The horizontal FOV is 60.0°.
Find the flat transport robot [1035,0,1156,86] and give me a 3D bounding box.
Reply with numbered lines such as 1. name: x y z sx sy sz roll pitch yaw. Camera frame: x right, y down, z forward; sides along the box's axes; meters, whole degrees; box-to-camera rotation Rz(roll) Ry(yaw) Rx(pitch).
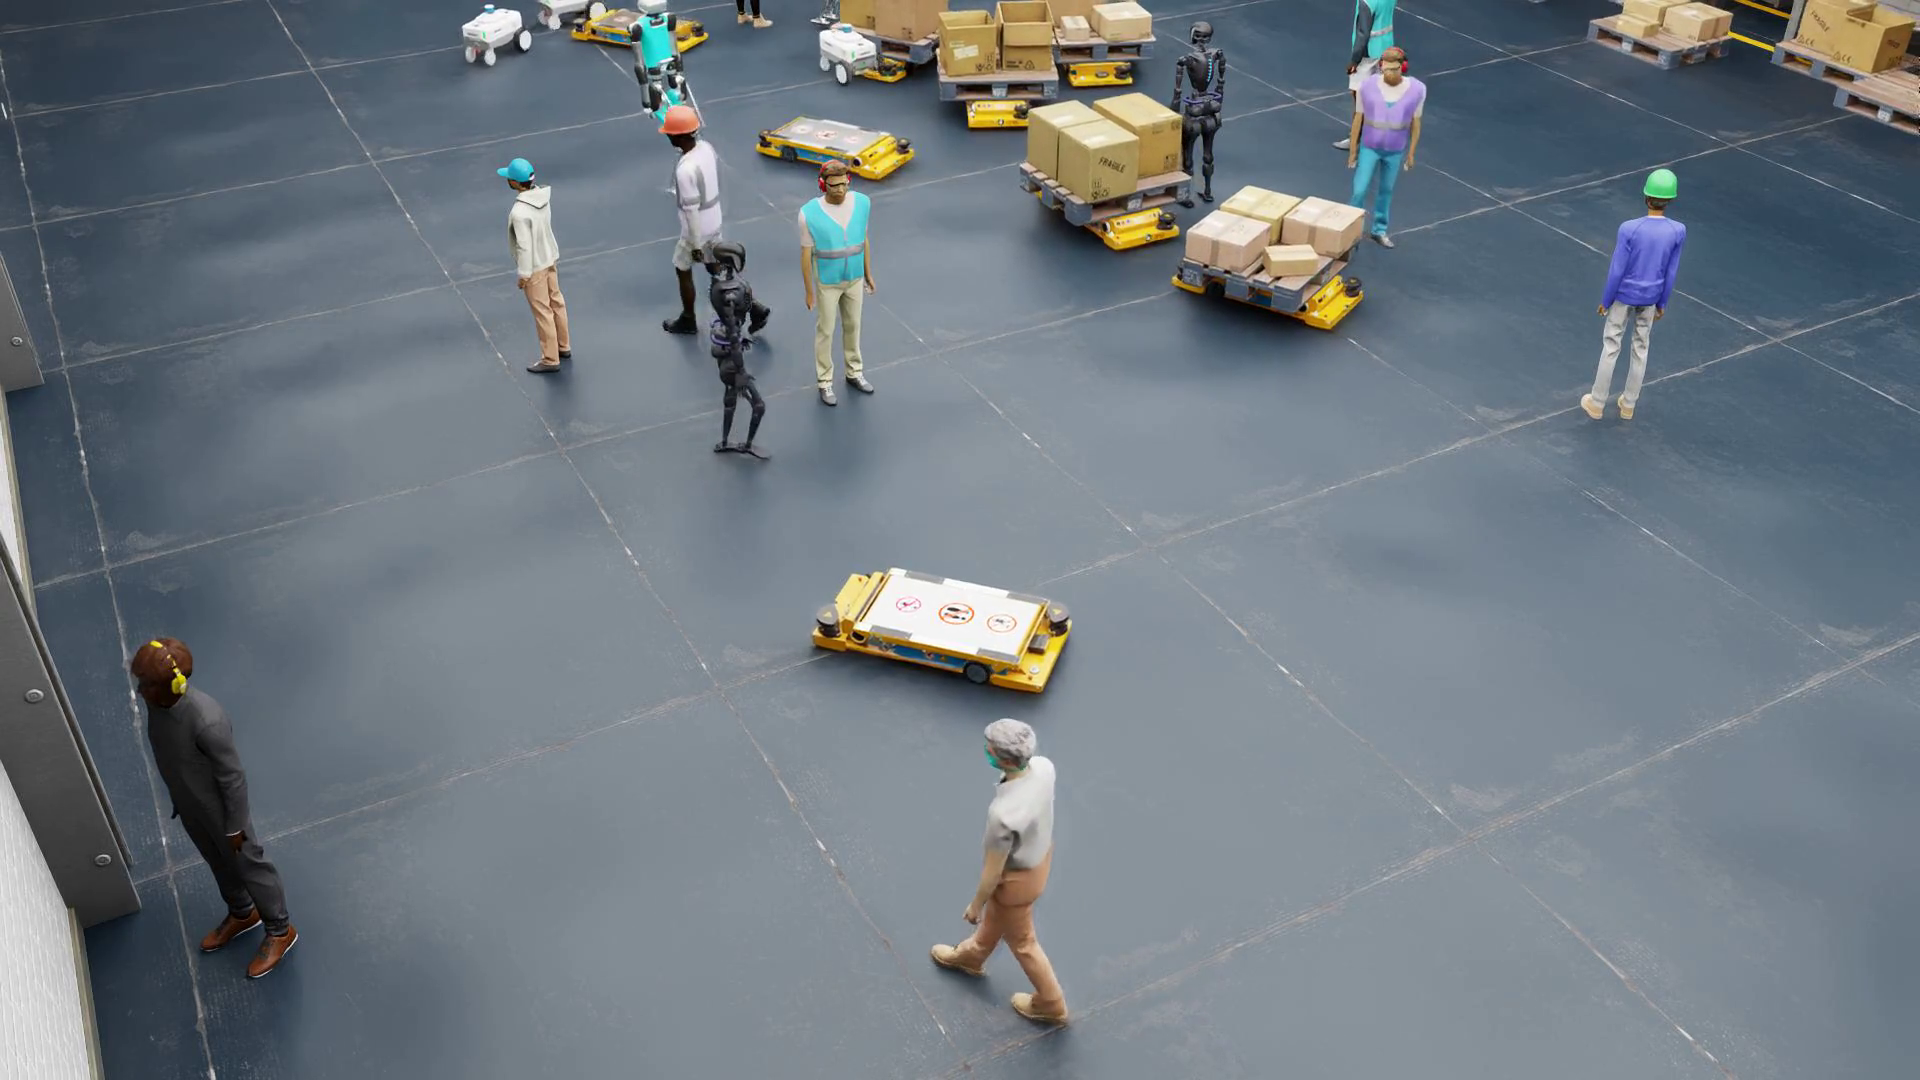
1. flat transport robot: 1.439 -5.325 18.319 0.659 0.231 1.431 -4 35 -6

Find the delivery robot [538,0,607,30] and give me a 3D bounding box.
1. delivery robot: -4.567 -6.339 19.531 0.792 0.611 0.499 -25 42 -31

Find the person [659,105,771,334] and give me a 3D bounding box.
1. person: -1.942 -2.408 12.728 0.826 1.906 0.543 11 36 15

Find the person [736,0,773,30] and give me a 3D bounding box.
1. person: -2.432 -6.754 19.113 0.539 1.694 0.317 27 43 33

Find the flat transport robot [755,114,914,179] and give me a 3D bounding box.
1. flat transport robot: -1.225 -3.830 16.184 1.431 0.231 0.659 18 39 24

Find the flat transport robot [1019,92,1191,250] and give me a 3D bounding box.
1. flat transport robot: 1.304 -3.021 15.030 0.659 0.231 1.431 -17 39 -23

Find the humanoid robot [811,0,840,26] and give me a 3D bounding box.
1. humanoid robot: -1.520 -6.776 19.036 0.701 1.713 0.530 24 41 30

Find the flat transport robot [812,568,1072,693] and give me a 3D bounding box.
1. flat transport robot: -0.102 0.517 9.978 1.431 0.231 0.659 11 37 15

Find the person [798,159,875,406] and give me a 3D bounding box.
1. person: -0.886 -1.880 12.025 0.568 1.844 0.378 -21 40 -28

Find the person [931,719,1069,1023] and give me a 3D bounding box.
1. person: 0.193 1.455 7.377 0.743 1.713 0.507 14 37 19

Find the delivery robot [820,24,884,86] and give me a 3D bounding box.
1. delivery robot: -1.203 -5.270 17.996 0.499 0.600 0.801 -22 41 -28

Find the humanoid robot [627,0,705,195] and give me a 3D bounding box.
1. humanoid robot: -2.588 -4.003 15.157 0.669 1.804 0.530 24 42 30

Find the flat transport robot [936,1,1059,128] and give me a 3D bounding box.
1. flat transport robot: 0.385 -4.647 17.350 0.659 0.231 1.431 -1 35 -2

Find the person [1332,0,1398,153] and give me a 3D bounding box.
1. person: 3.935 -4.683 15.947 0.427 1.941 0.553 28 44 34

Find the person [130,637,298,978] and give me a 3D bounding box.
1. person: -3.426 1.210 7.588 0.493 1.877 0.356 19 39 25

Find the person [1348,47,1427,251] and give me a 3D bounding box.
1. person: 3.572 -3.279 14.059 0.559 1.811 0.596 6 35 8

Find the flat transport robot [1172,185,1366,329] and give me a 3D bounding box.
1. flat transport robot: 2.538 -2.119 13.741 1.431 0.231 0.659 21 40 27

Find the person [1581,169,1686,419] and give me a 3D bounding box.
1. person: 4.780 -1.726 11.787 0.468 1.869 0.361 3 35 4

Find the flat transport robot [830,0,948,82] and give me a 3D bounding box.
1. flat transport robot: -0.661 -5.411 18.441 0.659 0.231 1.431 18 39 24

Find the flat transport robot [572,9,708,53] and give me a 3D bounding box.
1. flat transport robot: -3.667 -5.821 19.027 1.431 0.231 0.659 15 38 21

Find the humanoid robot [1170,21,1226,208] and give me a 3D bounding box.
1. humanoid robot: 2.130 -3.828 14.943 0.599 1.656 0.315 -17 39 -23

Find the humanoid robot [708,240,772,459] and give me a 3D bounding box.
1. humanoid robot: -1.533 -1.297 11.343 0.445 1.646 0.602 -5 35 -7

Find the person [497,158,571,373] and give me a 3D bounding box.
1. person: -3.164 -2.047 12.412 0.375 1.675 0.462 7 36 10

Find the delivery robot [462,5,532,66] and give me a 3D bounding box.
1. delivery robot: -5.191 -5.657 18.558 0.499 0.612 0.805 15 38 20
